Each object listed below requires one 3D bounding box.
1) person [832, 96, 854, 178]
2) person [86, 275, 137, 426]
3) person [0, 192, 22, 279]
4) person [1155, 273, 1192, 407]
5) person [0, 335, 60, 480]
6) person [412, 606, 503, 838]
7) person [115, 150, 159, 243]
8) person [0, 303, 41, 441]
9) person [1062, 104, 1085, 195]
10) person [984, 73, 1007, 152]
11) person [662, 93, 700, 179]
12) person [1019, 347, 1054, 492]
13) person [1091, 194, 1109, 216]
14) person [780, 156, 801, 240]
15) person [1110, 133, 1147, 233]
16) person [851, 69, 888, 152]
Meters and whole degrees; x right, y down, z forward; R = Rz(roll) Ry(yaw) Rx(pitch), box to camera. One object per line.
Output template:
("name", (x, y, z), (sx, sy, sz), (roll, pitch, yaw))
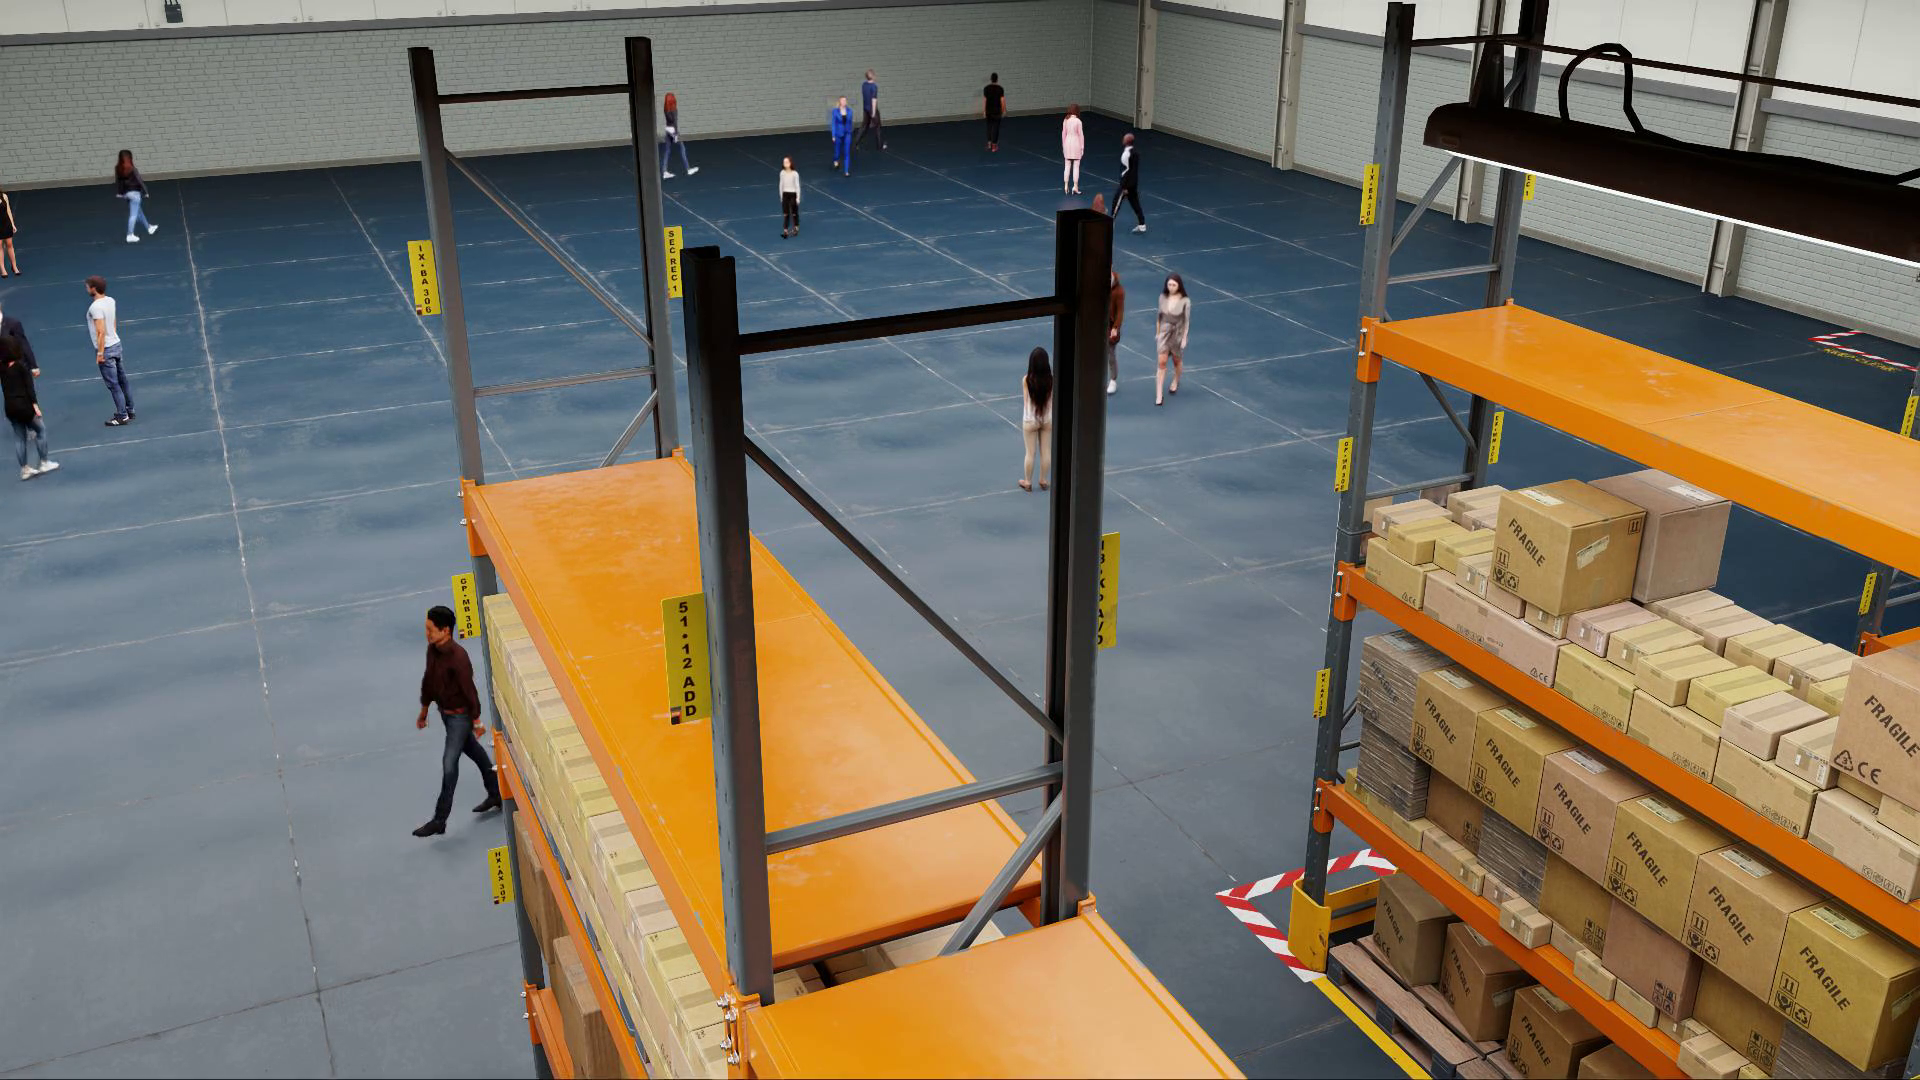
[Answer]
("person", (-2.523, -8.636, 35.570), (0.667, 1.678, 0.968), (-9, 25, -20))
("person", (-10.521, -2.361, 20.572), (0.752, 1.867, 0.612), (-1, 23, -3))
("person", (-15.863, -5.183, 27.496), (0.594, 1.643, 0.623), (21, 31, 40))
("person", (2.752, -2.588, 21.333), (1.098, 1.690, 1.154), (9, 25, 20))
("person", (-10.656, -1.481, 18.801), (0.794, 1.634, 0.854), (4, 23, 8))
("person", (-3.600, 1.269, 12.196), (0.891, 1.743, 1.030), (-18, 29, -36))
("person", (-14.889, -6.137, 29.800), (1.097, 1.596, 1.168), (7, 24, 17))
("person", (-11.392, -2.125, 20.105), (0.855, 1.799, 0.877), (4, 23, 10))
("person", (2.283, -7.945, 33.788), (0.665, 1.802, 0.754), (11, 25, 24))
("person", (0.774, -9.854, 38.353), (0.915, 1.742, 0.997), (6, 24, 13))
("person", (-6.164, -8.532, 35.232), (0.903, 1.753, 1.103), (-21, 31, -40))
("person", (0.868, -1.329, 18.419), (0.624, 1.653, 0.569), (-10, 25, -23))
("person", (2.384, -5.422, 28.774), (0.733, 1.082, 0.852), (4, 23, 10))
("person", (-3.044, -6.211, 30.168), (0.928, 1.444, 1.025), (6, 24, 13))
("person", (3.161, -6.497, 30.398), (1.268, 1.790, 0.987), (19, 29, 37))
("person", (-2.132, -9.825, 38.173), (0.992, 1.830, 1.212), (-21, 31, -40))
